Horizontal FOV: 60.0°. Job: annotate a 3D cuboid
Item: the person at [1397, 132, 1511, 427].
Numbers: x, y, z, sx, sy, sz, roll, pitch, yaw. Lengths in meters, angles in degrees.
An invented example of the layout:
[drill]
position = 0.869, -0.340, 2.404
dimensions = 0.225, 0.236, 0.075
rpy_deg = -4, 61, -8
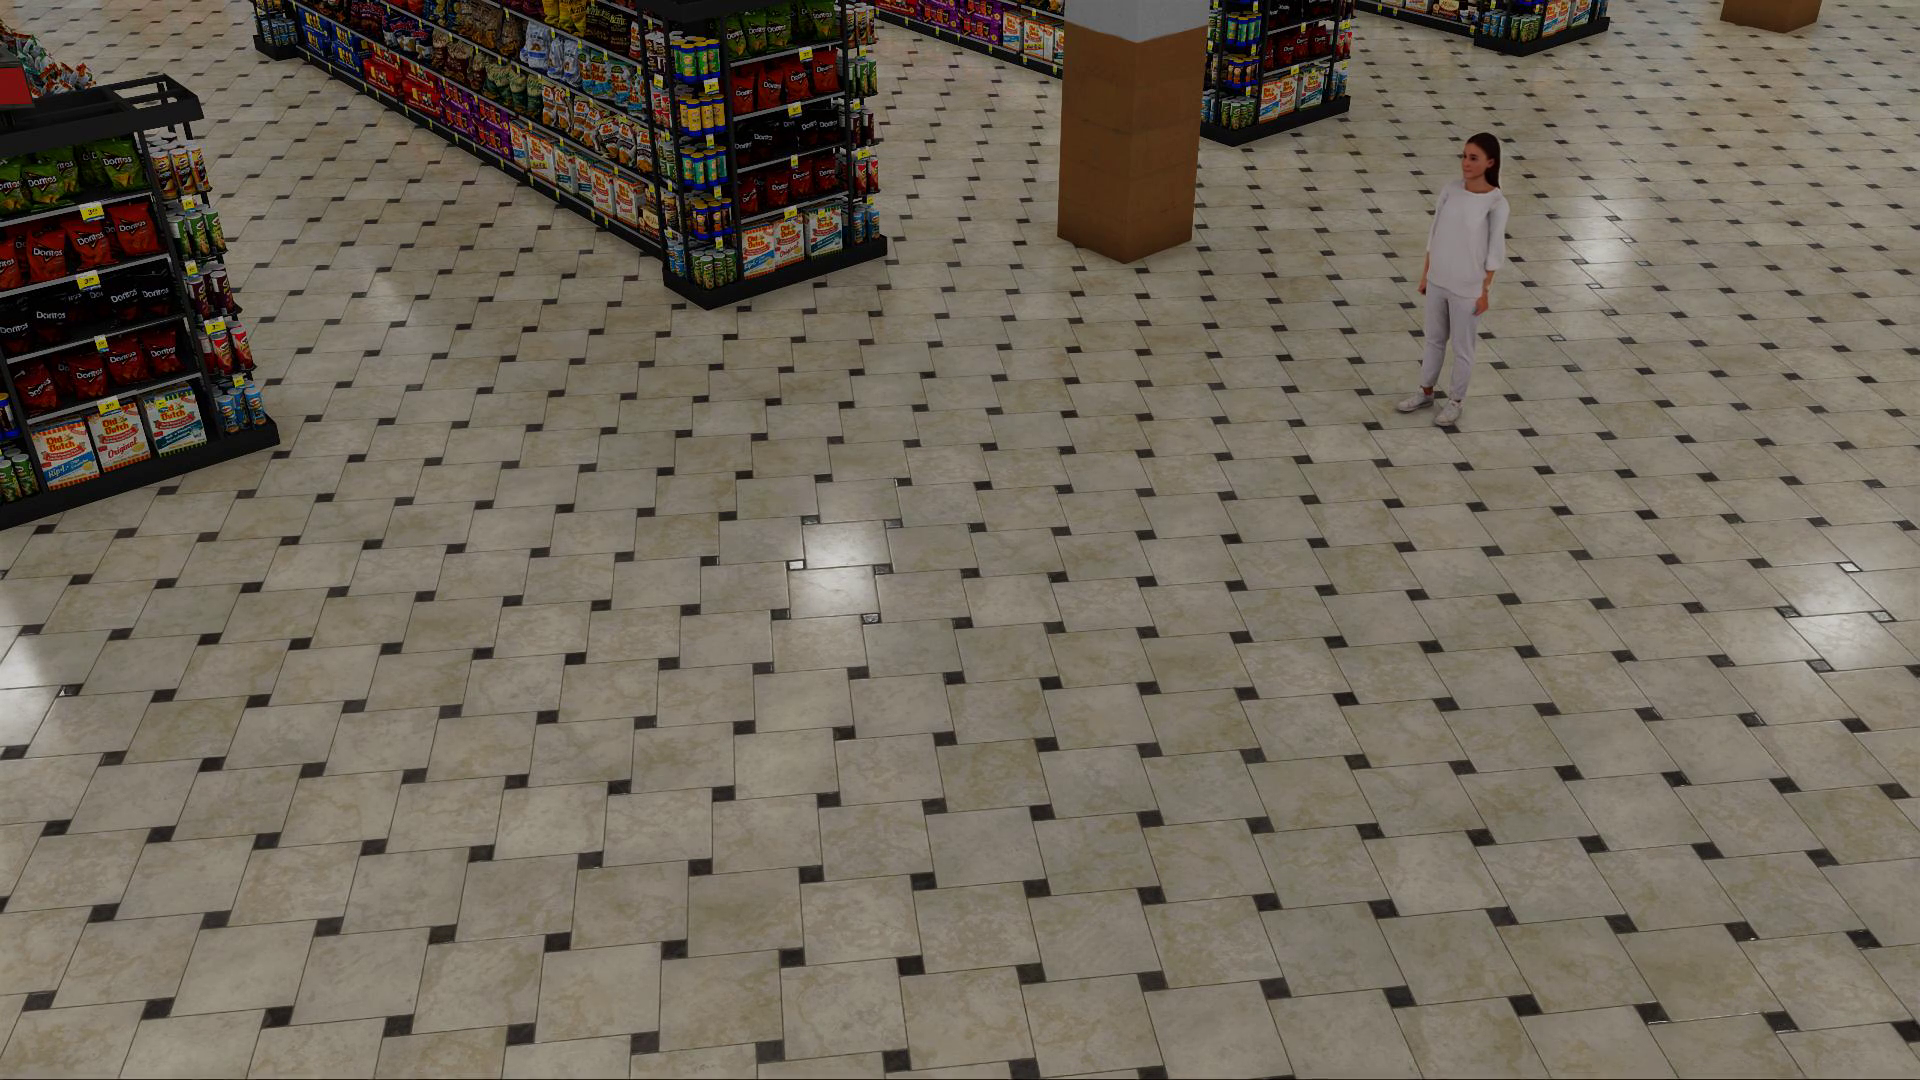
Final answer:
[person]
position = 2.814, -1.470, 9.383
dimensions = 0.664, 1.689, 0.473
rpy_deg = -26, 40, -35
